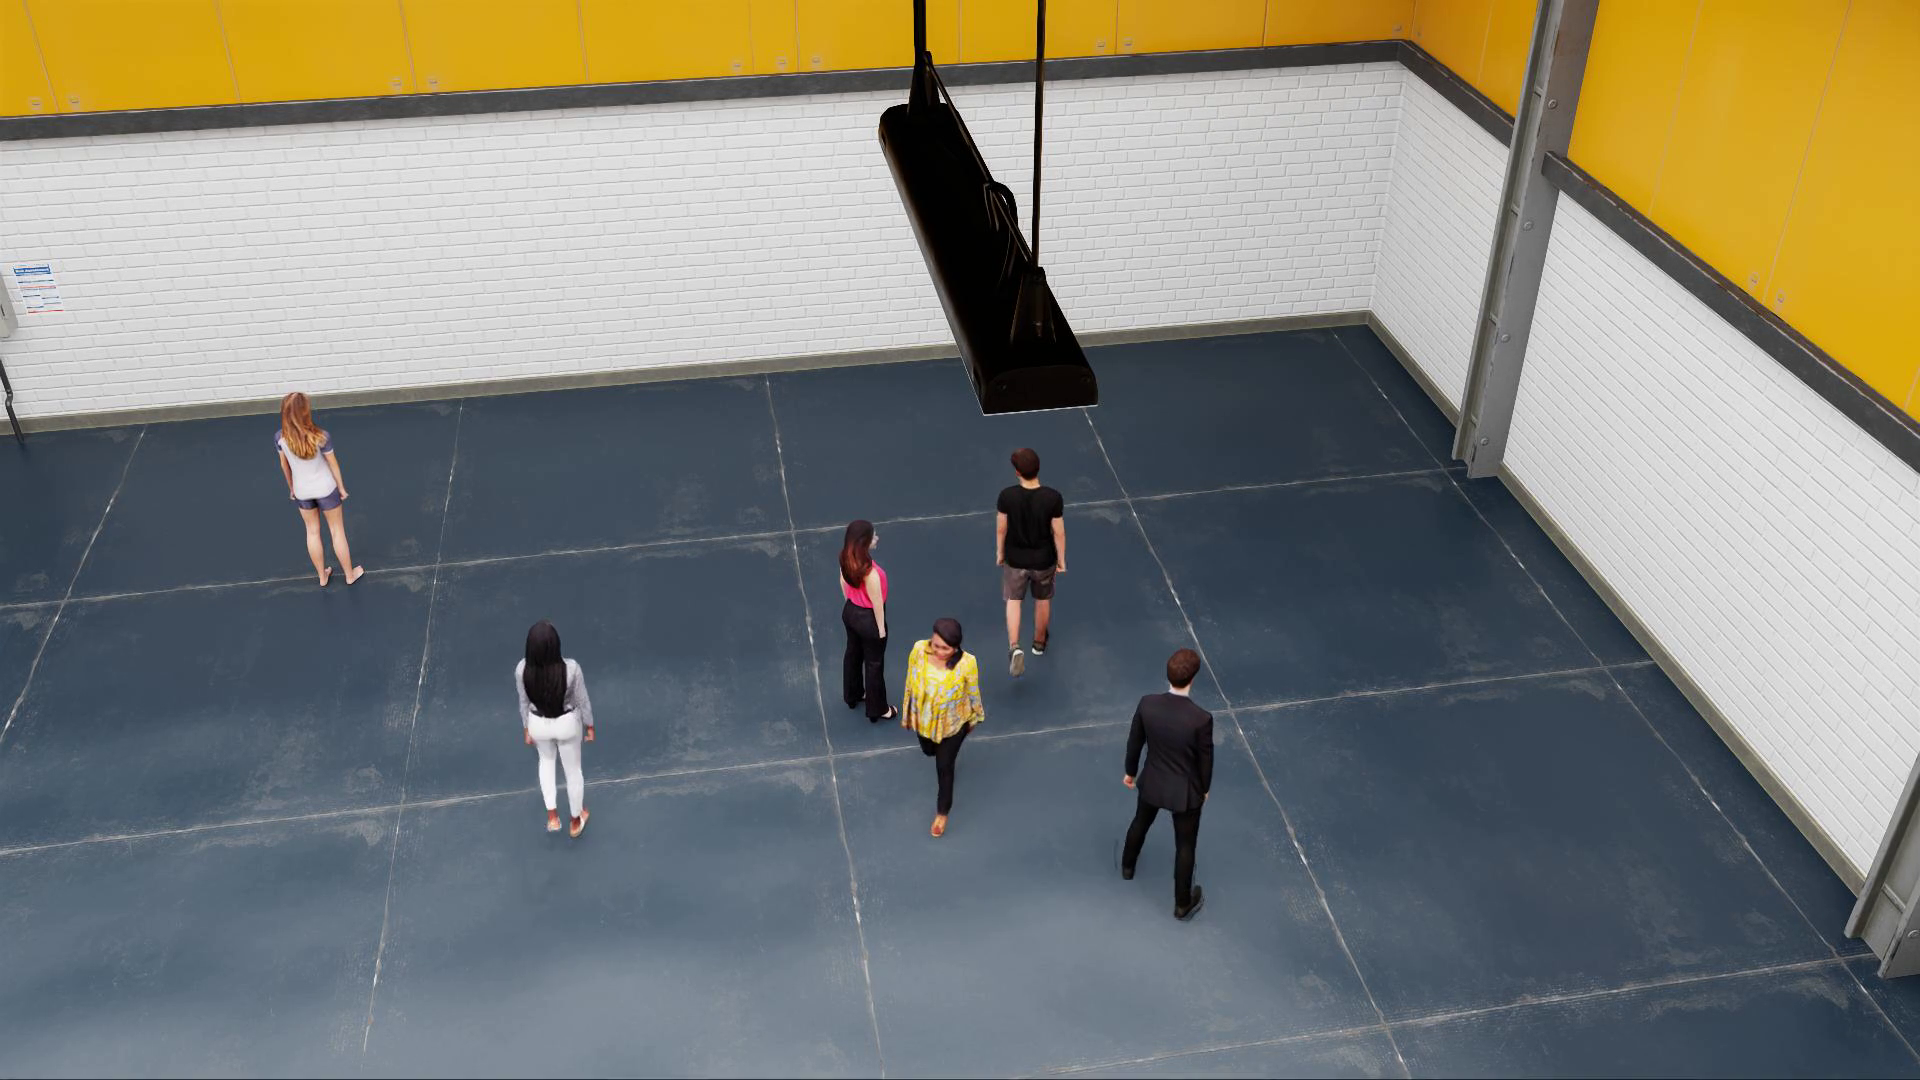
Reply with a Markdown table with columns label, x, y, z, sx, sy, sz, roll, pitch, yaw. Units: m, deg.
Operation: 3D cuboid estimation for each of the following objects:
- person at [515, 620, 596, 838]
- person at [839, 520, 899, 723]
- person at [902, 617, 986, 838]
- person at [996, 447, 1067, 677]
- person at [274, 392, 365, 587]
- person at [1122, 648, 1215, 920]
| label | x | y | z | sx | sy | sz | roll | pitch | yaw |
| --- | --- | --- | --- | --- | --- | --- | --- | --- | --- |
| person | -2.649 | 1.292 | 10.841 | 0.670 | 1.712 | 0.734 | -1 | 34 | -1 |
| person | -0.677 | 0.571 | 11.971 | 0.716 | 1.660 | 0.606 | -25 | 41 | -33 |
| person | -0.107 | 1.151 | 11.131 | 1.013 | 1.624 | 1.149 | 13 | 36 | 18 |
| person | 0.501 | 0.186 | 12.389 | 0.836 | 1.840 | 1.074 | 3 | 34 | 5 |
| person | -5.182 | -0.398 | 13.366 | 0.630 | 1.730 | 0.578 | -1 | 34 | -2 |
| person | 1.286 | 1.505 | 10.378 | 0.905 | 1.869 | 0.942 | 17 | 37 | 24 |
